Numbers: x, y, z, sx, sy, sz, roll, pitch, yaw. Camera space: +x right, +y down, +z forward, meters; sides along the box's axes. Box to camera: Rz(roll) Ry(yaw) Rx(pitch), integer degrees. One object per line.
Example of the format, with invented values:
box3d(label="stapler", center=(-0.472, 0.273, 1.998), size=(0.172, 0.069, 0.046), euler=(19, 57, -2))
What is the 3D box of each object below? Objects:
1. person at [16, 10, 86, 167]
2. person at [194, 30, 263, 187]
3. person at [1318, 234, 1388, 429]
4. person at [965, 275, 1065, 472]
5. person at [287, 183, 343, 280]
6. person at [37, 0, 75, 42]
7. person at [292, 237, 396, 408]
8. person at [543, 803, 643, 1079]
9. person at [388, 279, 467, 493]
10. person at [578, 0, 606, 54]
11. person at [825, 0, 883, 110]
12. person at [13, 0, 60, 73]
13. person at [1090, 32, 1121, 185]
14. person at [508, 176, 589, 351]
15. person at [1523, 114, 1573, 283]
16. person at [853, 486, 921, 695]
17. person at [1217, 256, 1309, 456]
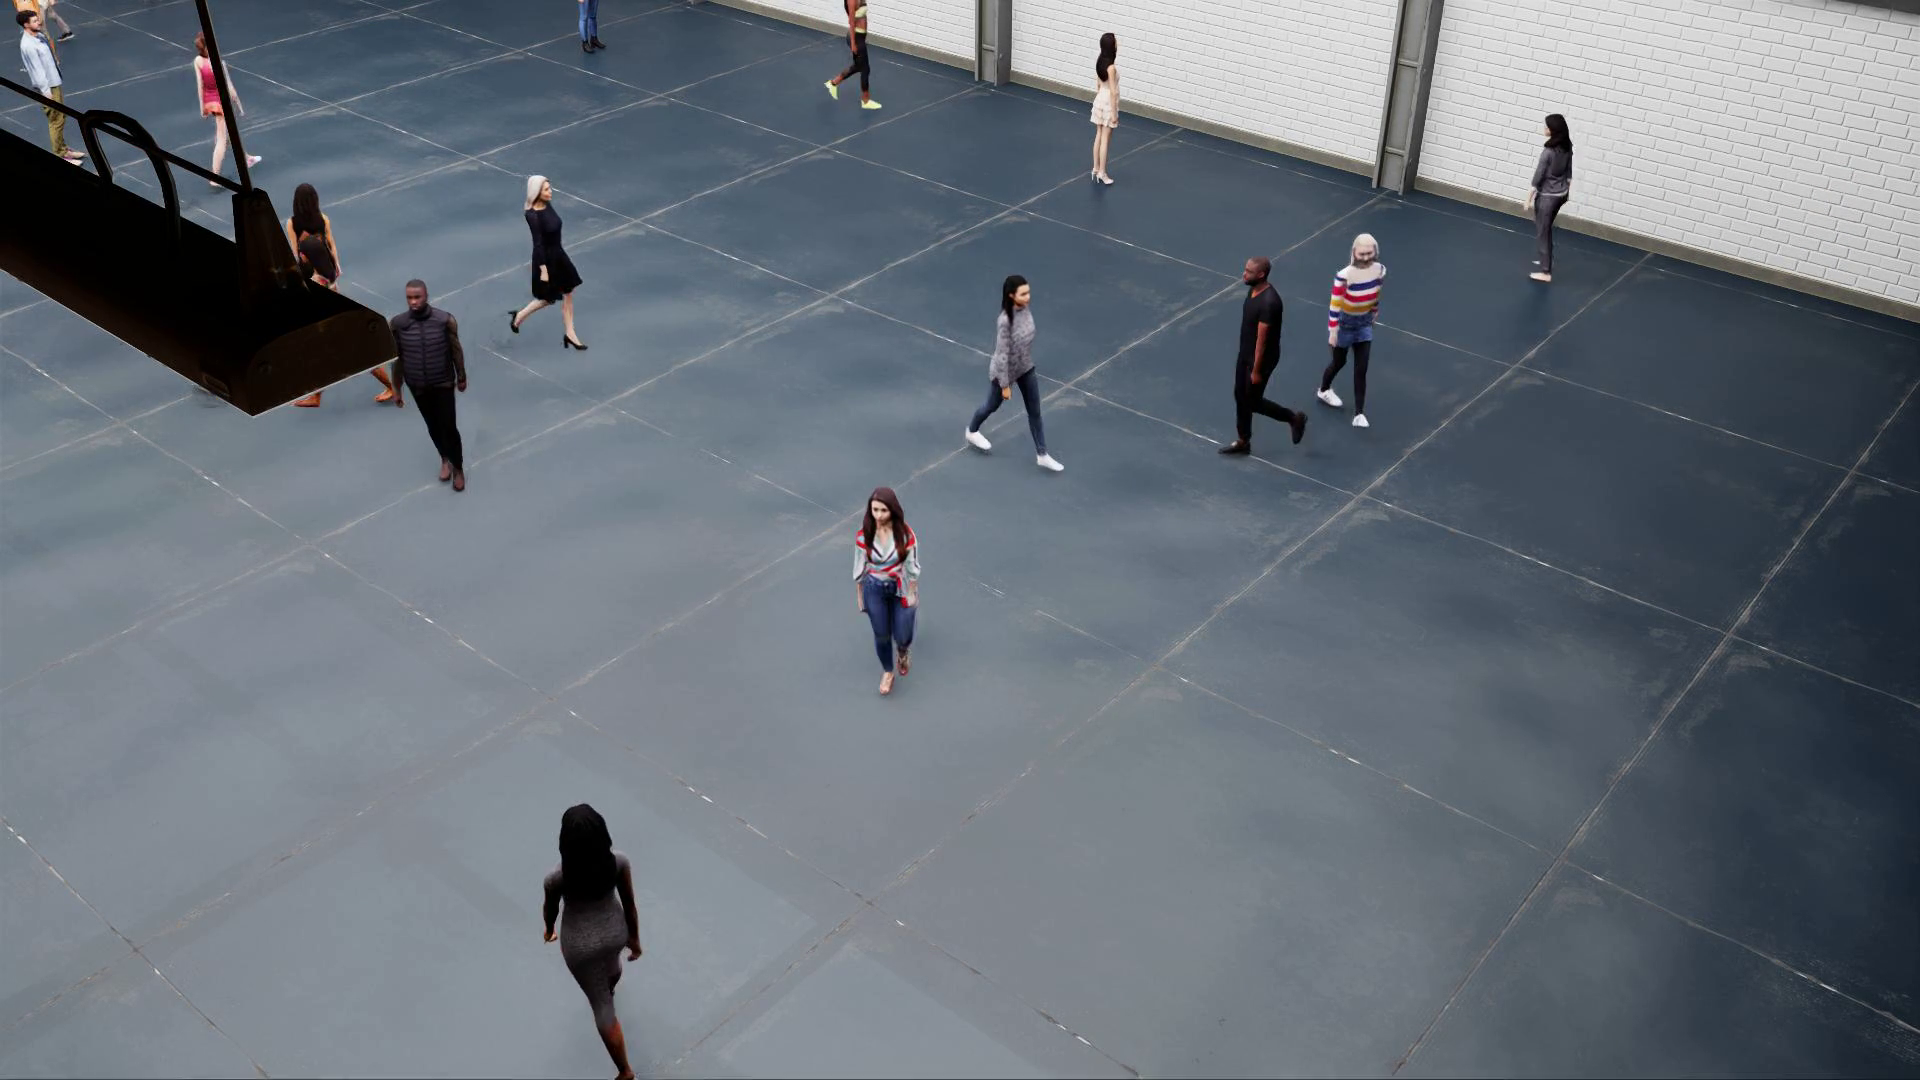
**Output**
box3d(label="person", center=(-10.715, -5.308, 19.521), size=(0.823, 1.810, 0.698), euler=(-11, 35, -16))
box3d(label="person", center=(-8.512, -4.898, 19.005), size=(1.174, 1.699, 0.935), euler=(9, 35, 14))
box3d(label="person", center=(3.364, -1.871, 14.410), size=(1.057, 1.744, 1.216), euler=(-12, 36, -18))
box3d(label="person", center=(0.353, -1.401, 13.759), size=(1.193, 1.683, 0.676), euler=(21, 39, 29))
box3d(label="person", center=(-5.938, -2.466, 15.409), size=(0.774, 1.629, 0.955), euler=(-17, 37, -24))
box3d(label="person", center=(-12.929, -7.696, 23.484), size=(0.903, 1.401, 0.607), euler=(23, 40, 31))
box3d(label="person", center=(-5.355, -1.857, 14.528), size=(1.047, 1.591, 1.163), euler=(-10, 35, -15))
box3d(label="person", center=(-1.805, 2.123, 8.408), size=(0.846, 1.736, 1.164), euler=(-18, 37, -25))
box3d(label="person", center=(-4.270, -1.307, 13.494), size=(0.879, 1.818, 0.939), euler=(-2, 34, -3))
box3d(label="person", center=(-5.220, -7.673, 23.239), size=(0.571, 1.633, 0.641), euler=(17, 37, 24))
box3d(label="person", center=(-1.387, -6.345, 21.150), size=(1.060, 1.734, 0.884), euler=(6, 34, 8))
box3d(label="person", center=(-12.609, -7.151, 22.631), size=(0.887, 1.437, 0.911), euler=(0, 34, 0))
box3d(label="person", center=(1.659, -4.935, 19.027), size=(0.713, 1.736, 0.613), euler=(-11, 35, -16))
box3d(label="person", center=(-3.889, -2.546, 15.443), size=(1.045, 1.726, 0.881), euler=(4, 34, 6))
box3d(label="person", center=(6.002, -3.424, 16.758), size=(0.766, 1.731, 0.721), euler=(-14, 36, -20))
box3d(label="person", center=(-0.469, 0.304, 11.264), size=(0.731, 1.604, 0.802), euler=(3, 34, 4))
box3d(label="person", center=(2.551, -1.498, 13.797), size=(1.092, 1.801, 1.046), euler=(-6, 34, -9))
